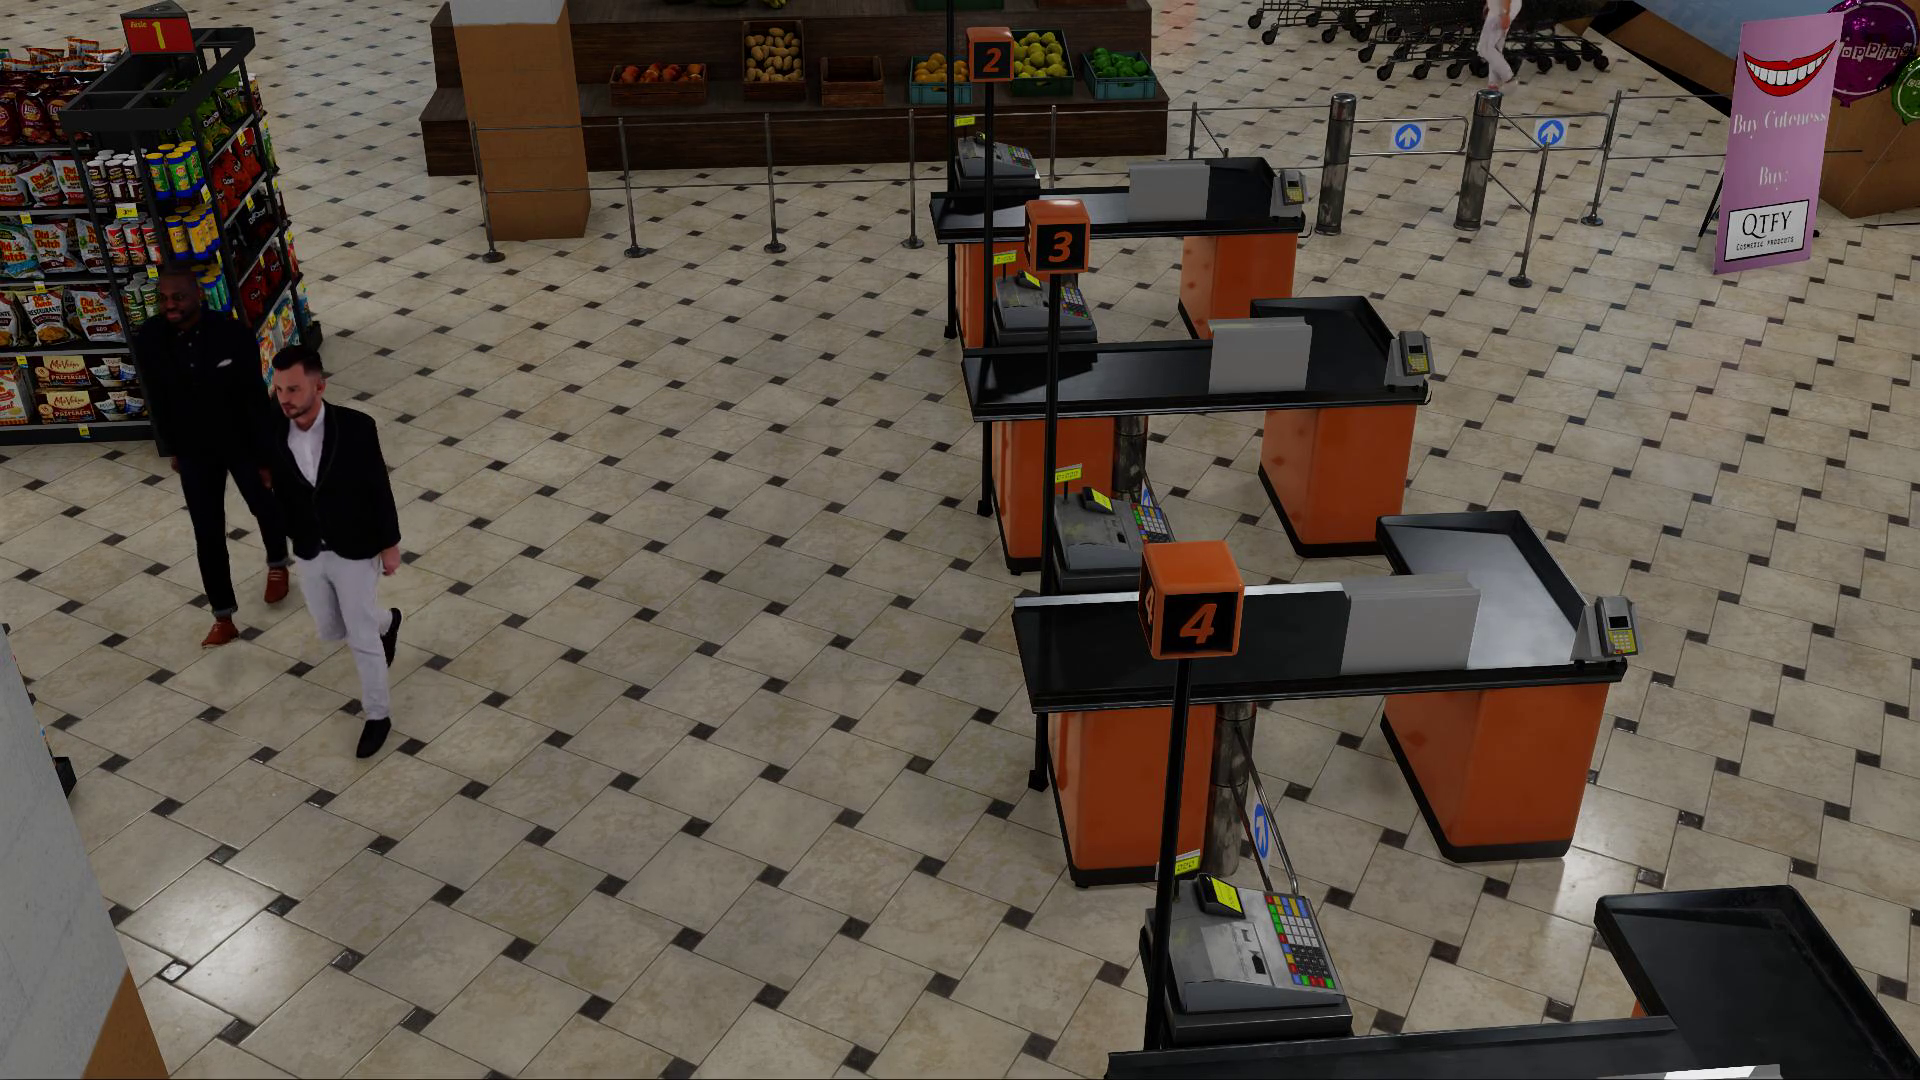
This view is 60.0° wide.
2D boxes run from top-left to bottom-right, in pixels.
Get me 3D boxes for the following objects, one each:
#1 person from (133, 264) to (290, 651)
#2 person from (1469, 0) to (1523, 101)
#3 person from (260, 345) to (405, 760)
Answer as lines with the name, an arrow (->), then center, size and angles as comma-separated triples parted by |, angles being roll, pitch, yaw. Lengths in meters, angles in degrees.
person -> -3.379, -0.454, 7.702 | 1.002, 1.783, 0.797 | -3, 32, -5
person -> 4.834, -4.655, 14.563 | 0.795, 1.668, 0.724 | 8, 33, 12
person -> -2.545, -0.011, 6.948 | 0.955, 1.828, 0.853 | 3, 32, 5
